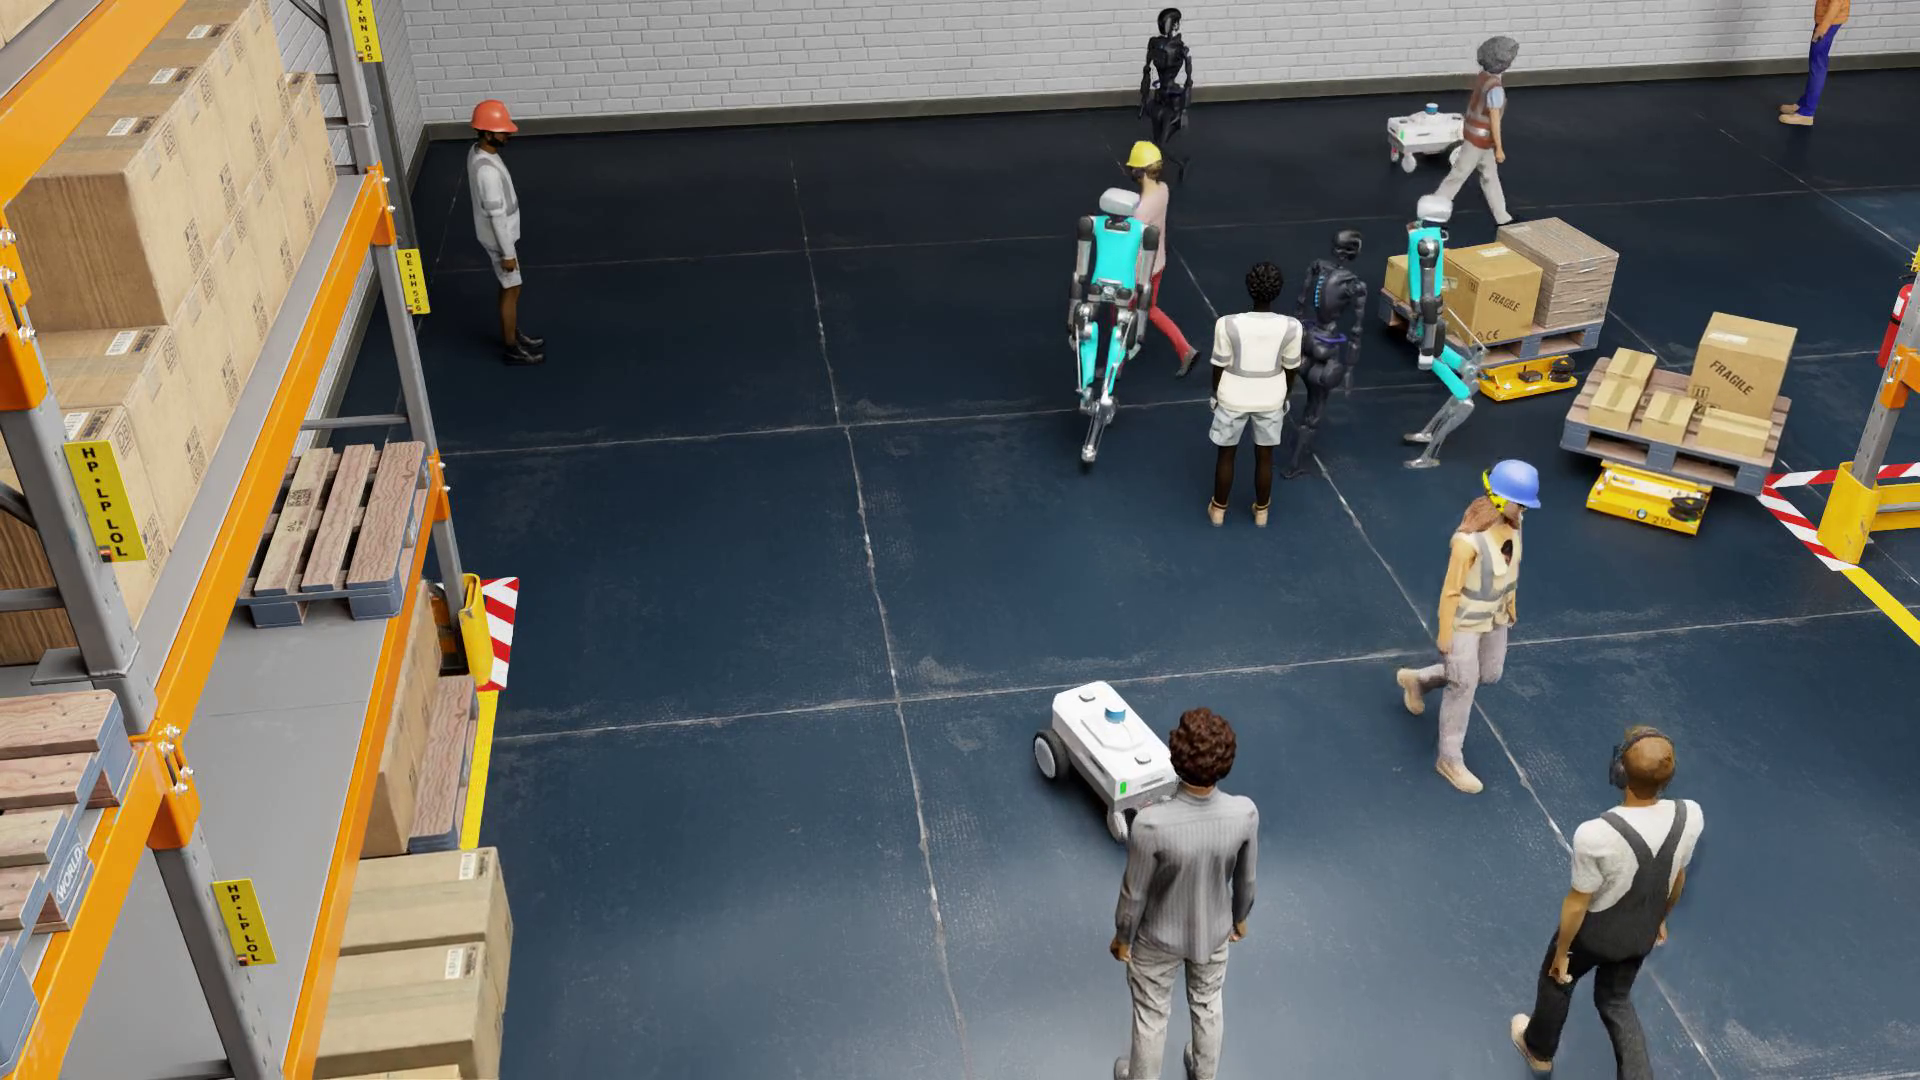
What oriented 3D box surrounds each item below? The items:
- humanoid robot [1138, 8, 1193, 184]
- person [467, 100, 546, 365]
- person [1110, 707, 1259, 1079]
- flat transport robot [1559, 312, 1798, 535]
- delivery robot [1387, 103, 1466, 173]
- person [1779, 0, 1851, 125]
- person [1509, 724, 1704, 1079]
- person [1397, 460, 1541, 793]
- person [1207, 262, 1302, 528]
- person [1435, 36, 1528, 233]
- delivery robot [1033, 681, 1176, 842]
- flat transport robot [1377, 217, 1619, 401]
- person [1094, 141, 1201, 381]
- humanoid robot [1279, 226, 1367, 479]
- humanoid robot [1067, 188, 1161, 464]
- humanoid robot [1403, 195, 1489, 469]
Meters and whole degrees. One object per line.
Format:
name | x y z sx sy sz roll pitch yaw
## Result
humanoid robot | 1.844 -3.793 14.406 0.696 1.632 0.612 -24 40 -32
person | -3.174 -2.127 11.605 0.386 1.923 0.546 -11 35 -16
person | 0.838 1.437 6.171 0.552 1.892 0.396 -8 34 -12
flat transport robot | 4.513 -0.515 10.641 0.659 0.231 1.431 17 37 25
delivery robot | 4.320 -3.700 15.271 0.778 0.607 0.500 -6 34 -10
person | 8.281 -4.980 15.924 0.389 1.978 0.504 16 36 22
person | 2.441 1.491 6.155 0.531 1.818 0.773 -7 34 -10
person | 2.430 0.348 7.951 0.484 1.752 0.611 -21 39 -29
person | 1.723 -0.837 9.834 0.528 1.688 0.321 -1 33 -2
person | 4.309 -3.293 13.644 0.904 1.628 0.509 4 33 6
delivery robot | 0.727 1.016 8.033 0.499 0.594 0.778 -15 36 -22
flat transport robot | 3.760 -1.436 12.053 0.659 0.231 1.431 -11 35 -17
person | 1.294 -1.867 11.366 0.715 1.735 0.518 17 37 24
humanoid robot | 2.246 -1.176 10.374 0.520 1.636 0.591 -18 37 -26
humanoid robot | 0.880 -1.252 10.439 0.544 1.714 1.025 10 34 15
humanoid robot | 3.092 -1.294 10.468 0.743 1.768 0.538 4 33 6
